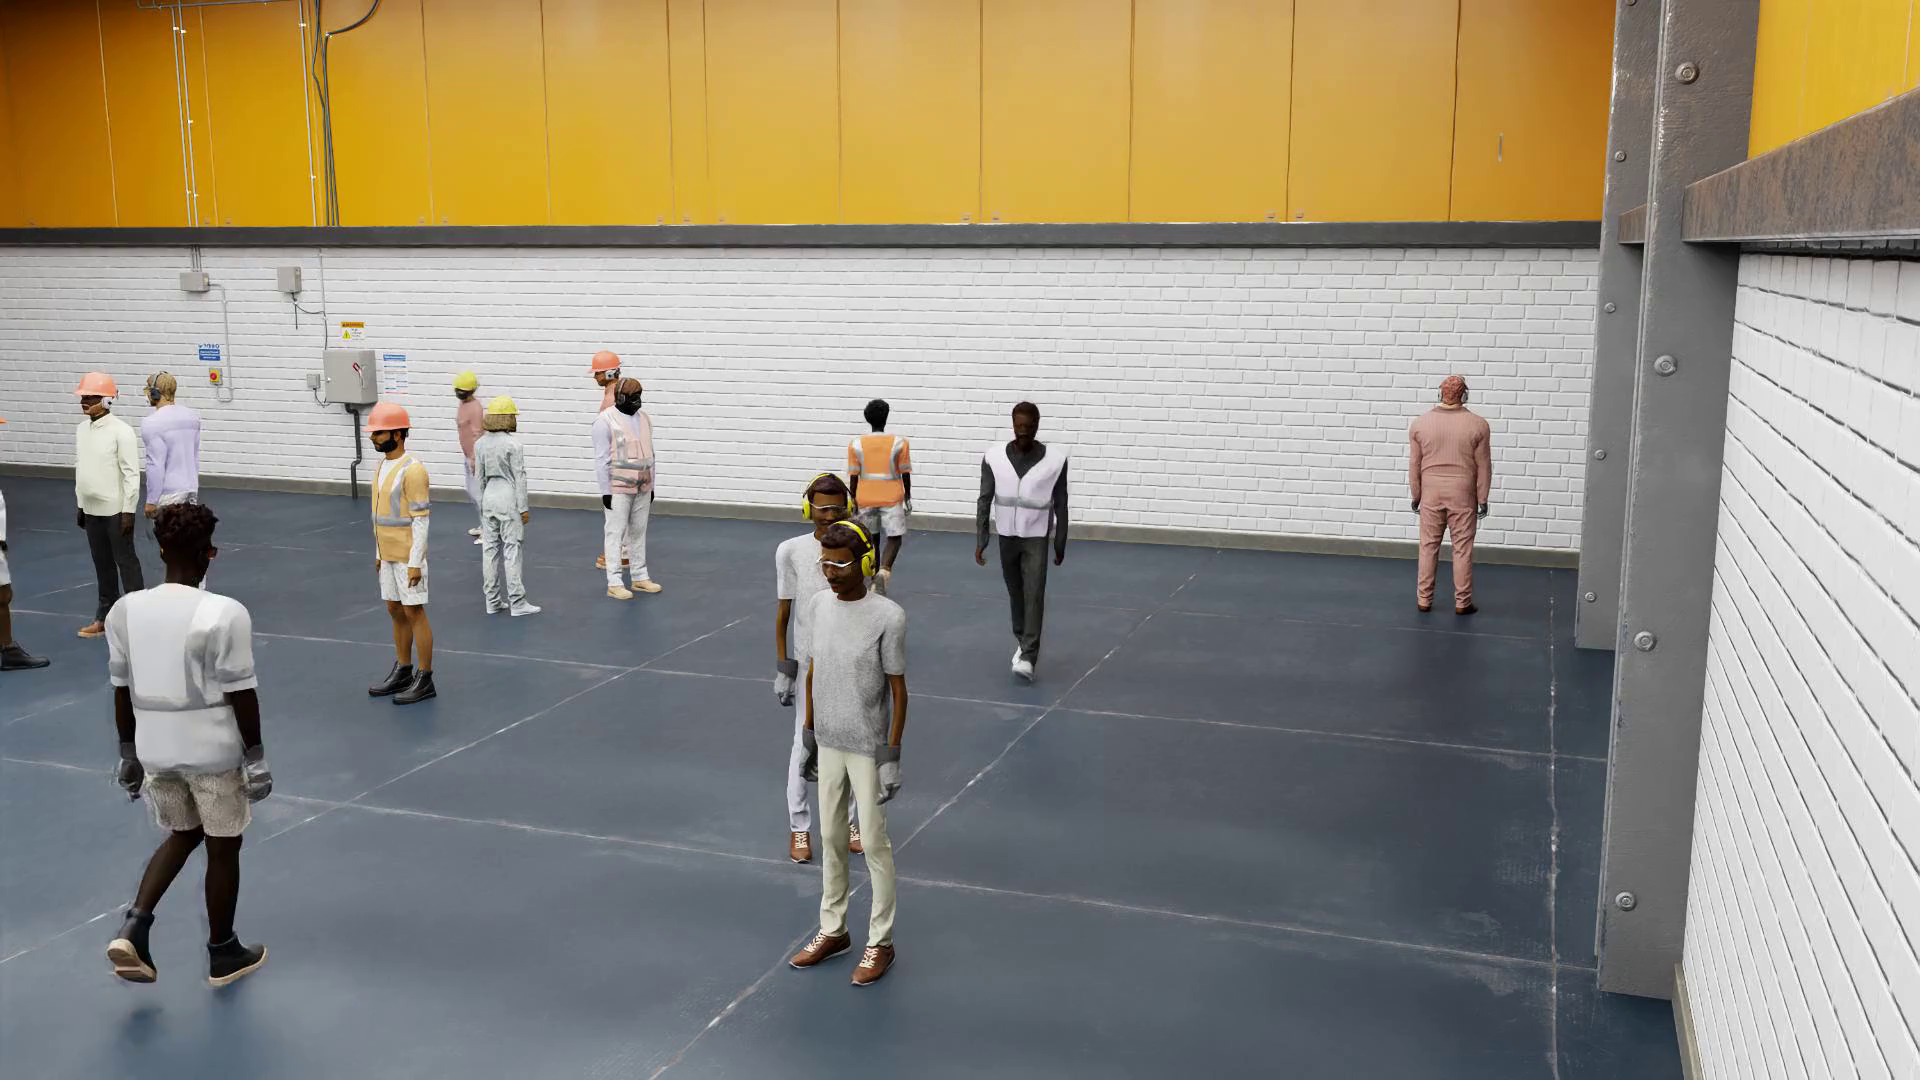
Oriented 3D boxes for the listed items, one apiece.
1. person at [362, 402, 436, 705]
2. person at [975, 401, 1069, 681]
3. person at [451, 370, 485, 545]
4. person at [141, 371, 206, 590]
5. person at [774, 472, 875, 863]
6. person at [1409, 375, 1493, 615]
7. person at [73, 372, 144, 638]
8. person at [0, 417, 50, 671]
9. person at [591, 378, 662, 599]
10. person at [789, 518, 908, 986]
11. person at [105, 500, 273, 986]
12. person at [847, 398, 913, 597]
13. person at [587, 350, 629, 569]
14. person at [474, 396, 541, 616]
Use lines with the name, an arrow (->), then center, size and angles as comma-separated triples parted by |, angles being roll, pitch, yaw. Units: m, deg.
person -> -3.601, 0.081, 10.653 | 0.543, 1.938, 0.357 | 10, 14, 43
person -> 0.412, 0.003, 11.284 | 0.598, 1.871, 1.025 | 3, 10, 15
person -> -4.766, -0.815, 16.299 | 0.447, 1.721, 0.622 | -6, 12, -30
person -> -6.241, -0.366, 13.169 | 0.373, 1.940, 0.628 | 1, 10, 7
person -> -0.627, 0.600, 7.939 | 0.535, 1.864, 0.309 | -4, 11, -22
person -> 3.885, -0.355, 13.200 | 0.643, 1.909, 0.410 | 5, 11, 26
person -> -6.329, -0.247, 12.333 | 0.612, 1.997, 0.376 | 5, 11, 25
person -> -6.633, -0.018, 11.256 | 0.639, 1.922, 0.567 | -6, 11, -28
person -> -2.759, -0.435, 13.860 | 0.428, 1.836, 0.627 | 7, 12, 35
person -> -0.444, 0.834, 6.627 | 0.508, 1.865, 0.329 | 7, 12, 33
person -> -3.011, 0.825, 6.439 | 0.619, 1.950, 0.550 | 3, 10, 15
person -> -0.666, -0.319, 13.624 | 0.539, 1.679, 0.630 | 1, 10, 8
person -> -3.145, -0.726, 15.089 | 0.403, 1.982, 0.614 | -1, 10, -3
person -> -3.609, -0.270, 13.188 | 0.486, 1.740, 0.314 | 5, 11, 28
